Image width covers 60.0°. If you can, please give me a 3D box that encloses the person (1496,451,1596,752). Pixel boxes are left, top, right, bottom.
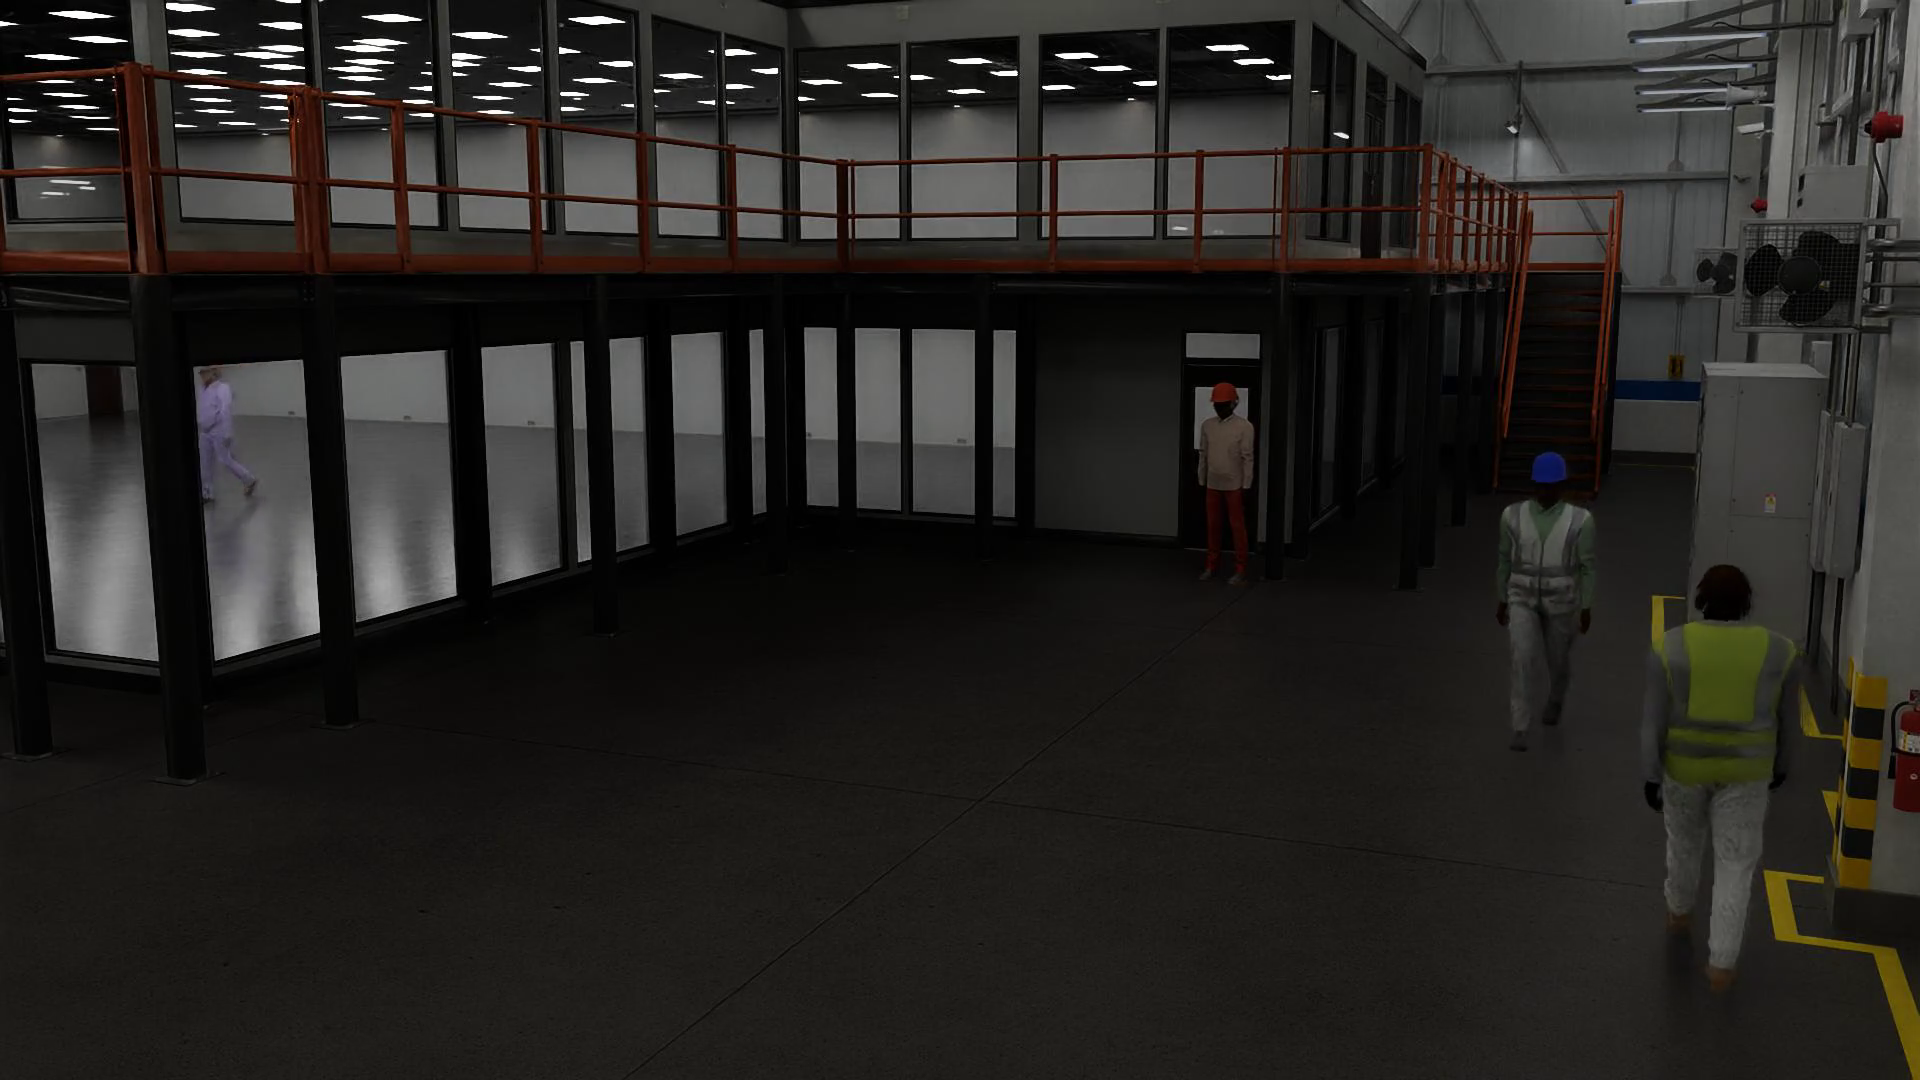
[{"bbox_3d":[3.810,0.363,10.817,0.615,1.921,0.878,4,10,25],"label":"person"}]

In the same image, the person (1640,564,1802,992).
[{"bbox_3d":[3.331,0.991,7.328,0.627,1.787,0.997,4,10,22],"label":"person"}]

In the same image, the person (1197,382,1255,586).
[{"bbox_3d":[2.573,-0.546,16.205,0.614,1.984,0.409,8,12,41],"label":"person"}]
